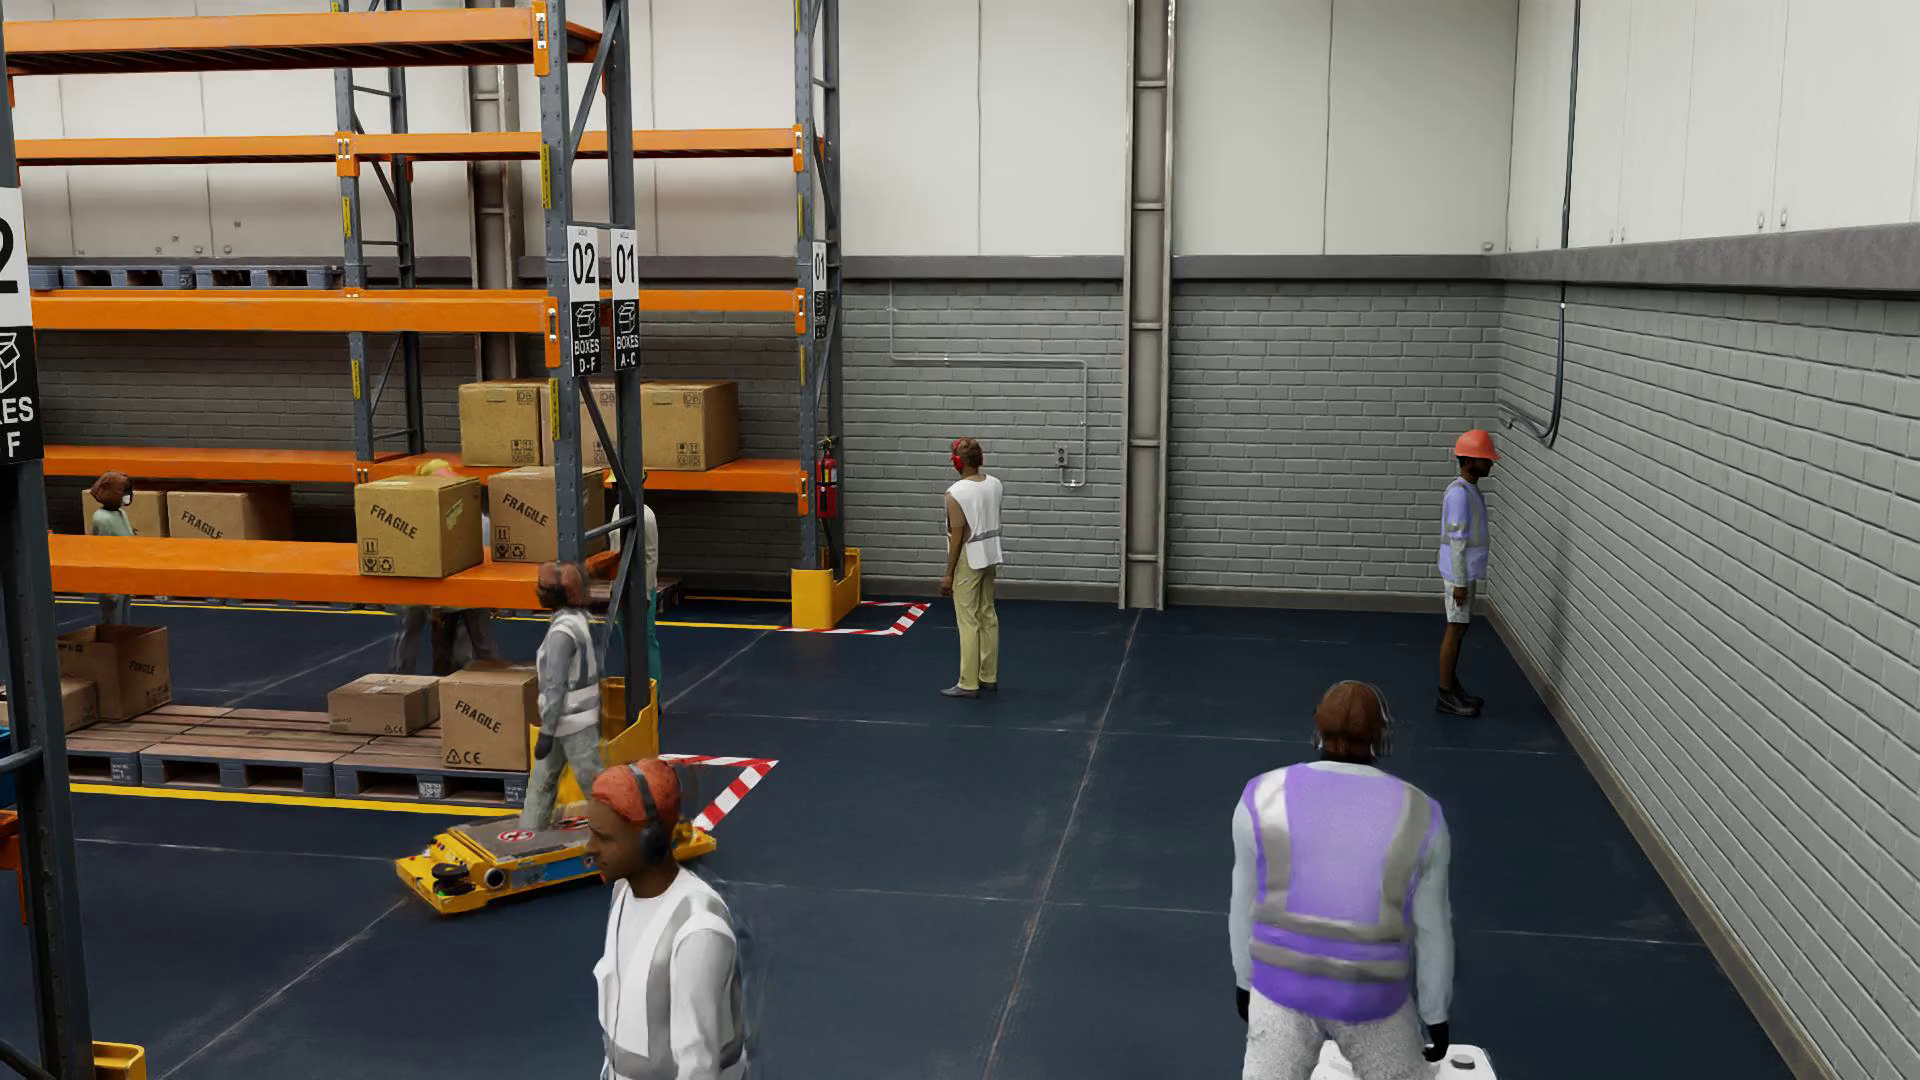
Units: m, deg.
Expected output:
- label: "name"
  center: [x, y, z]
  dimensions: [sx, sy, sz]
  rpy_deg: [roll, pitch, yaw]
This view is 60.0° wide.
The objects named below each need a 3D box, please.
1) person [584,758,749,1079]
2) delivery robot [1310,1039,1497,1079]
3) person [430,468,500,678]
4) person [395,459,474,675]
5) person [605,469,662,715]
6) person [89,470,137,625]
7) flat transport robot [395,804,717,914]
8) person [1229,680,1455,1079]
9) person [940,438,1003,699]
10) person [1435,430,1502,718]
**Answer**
- label: "person"
  center: [-0.624, 1.415, 4.100]
  dimensions: [0.844, 1.858, 0.570]
  rpy_deg: [-6, 11, -35]
- label: "delivery robot"
  center: [1.379, 1.797, 5.440]
  dimensions: [0.707, 0.478, 0.477]
  rpy_deg: [1, 9, 5]
- label: "person"
  center: [-3.276, 0.379, 11.035]
  dimensions: [0.581, 1.698, 0.764]
  rpy_deg: [-9, 13, -43]
- label: "person"
  center: [-3.567, 0.301, 11.453]
  dimensions: [0.811, 1.708, 0.494]
  rpy_deg: [1, 9, 7]
- label: "person"
  center: [-2.201, 0.321, 11.142]
  dimensions: [0.310, 1.769, 0.523]
  rpy_deg: [-8, 12, -39]
- label: "person"
  center: [-5.837, 0.325, 11.526]
  dimensions: [0.280, 1.633, 0.498]
  rpy_deg: [-2, 9, -12]
- label: "flat transport robot"
  center: [-2.002, 1.524, 8.304]
  dimensions: [1.431, 0.197, 0.652]
  rpy_deg: [-7, 11, -36]
- label: "person"
  center: [1.166, 1.314, 4.895]
  dimensions: [0.764, 1.809, 0.483]
  rpy_deg: [2, 9, 15]
- label: "person"
  center: [0.094, 0.201, 11.664]
  dimensions: [0.388, 1.837, 0.563]
  rpy_deg: [7, 11, 36]
- label: "person"
  center: [3.435, 0.218, 11.253]
  dimensions: [0.365, 1.935, 0.552]
  rpy_deg: [4, 10, 23]
